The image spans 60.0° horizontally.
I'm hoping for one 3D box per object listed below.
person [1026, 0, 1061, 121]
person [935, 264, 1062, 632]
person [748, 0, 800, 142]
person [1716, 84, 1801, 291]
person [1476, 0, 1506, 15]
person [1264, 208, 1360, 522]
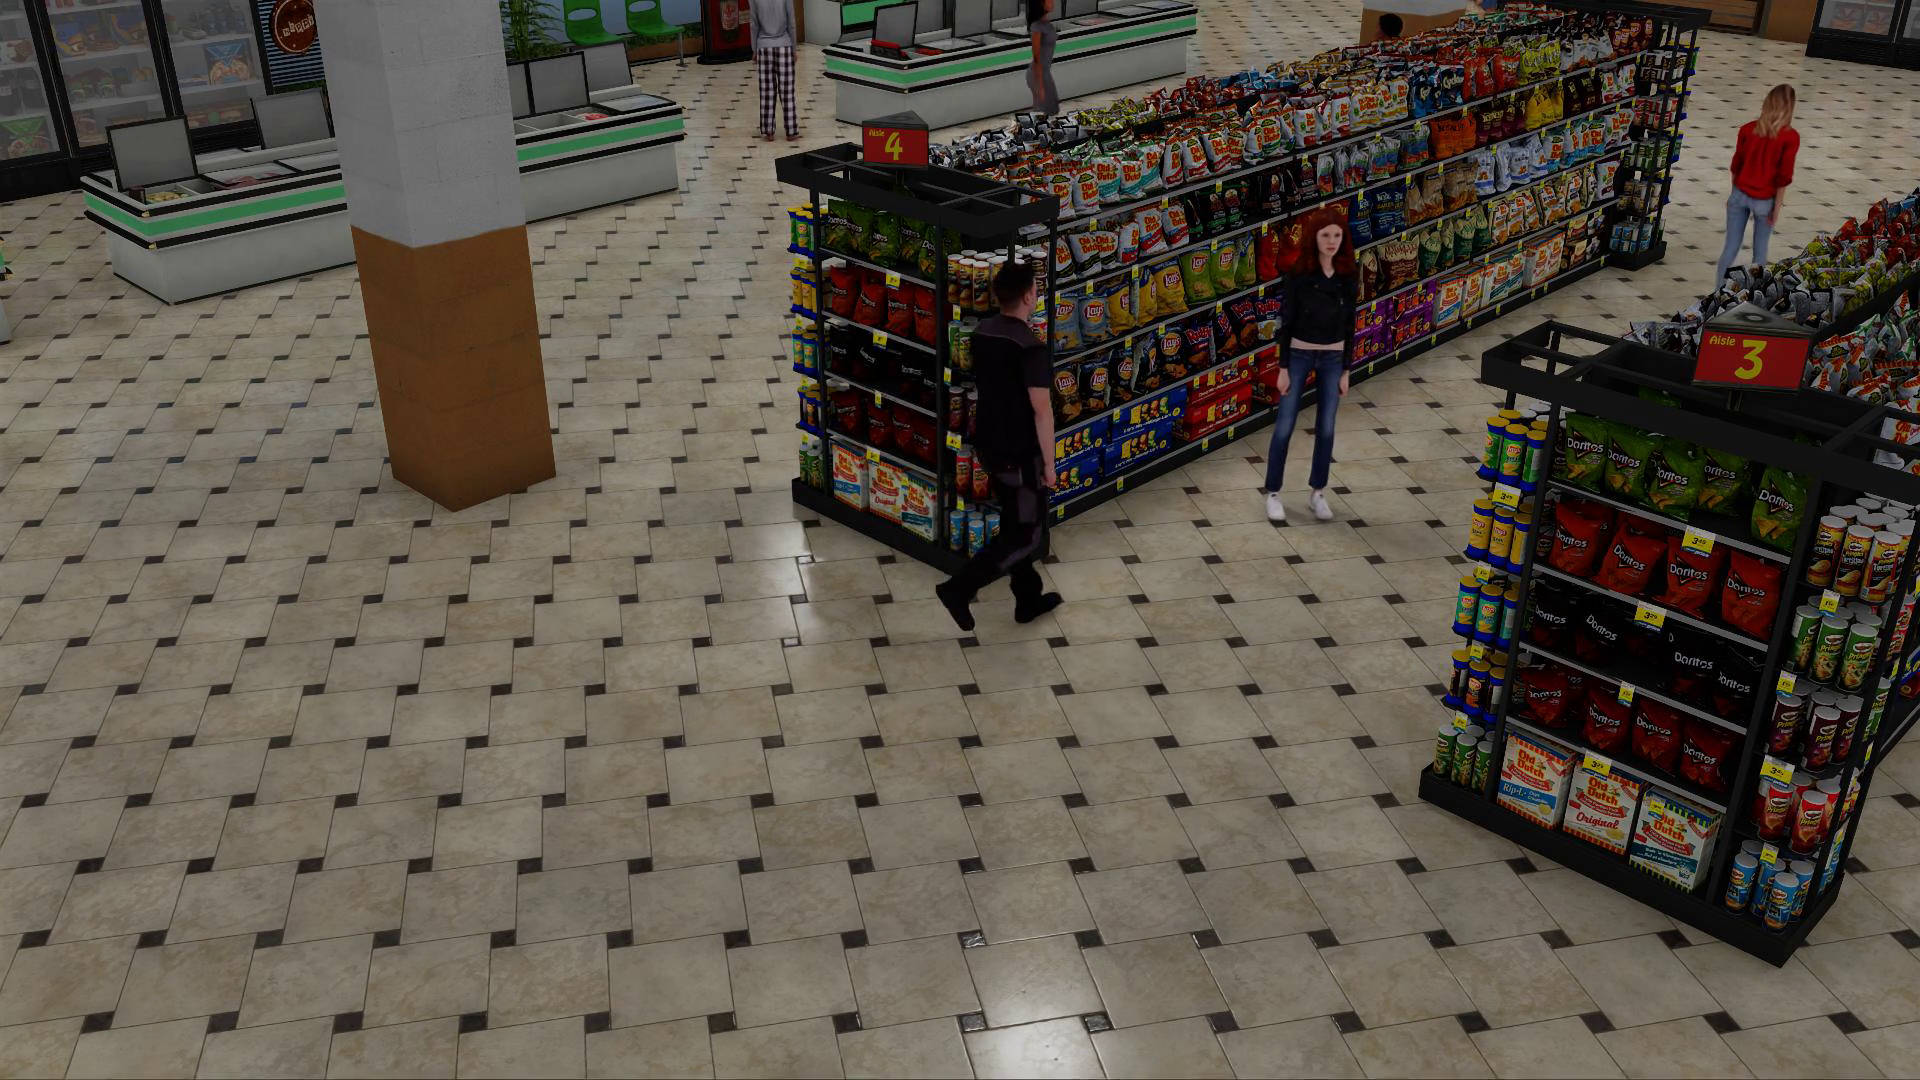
[{"bbox_3d":[0.681,-4.352,15.868,0.845,1.771,0.800,6,27,11],"label":"person"},{"bbox_3d":[0.183,-0.396,8.015,1.083,1.820,0.913,-13,29,-23],"label":"person"},{"bbox_3d":[-1.914,-5.070,17.202,0.695,1.846,0.756,0,27,0],"label":"person"},{"bbox_3d":[5.813,-2.462,12.258,0.682,1.666,1.023,20,33,34],"label":"person"},{"bbox_3d":[6.817,-6.972,21.204,0.810,1.619,0.869,0,27,1],"label":"person"},{"bbox_3d":[1.936,-0.947,9.139,0.638,1.786,0.703,-1,27,-1],"label":"person"}]
